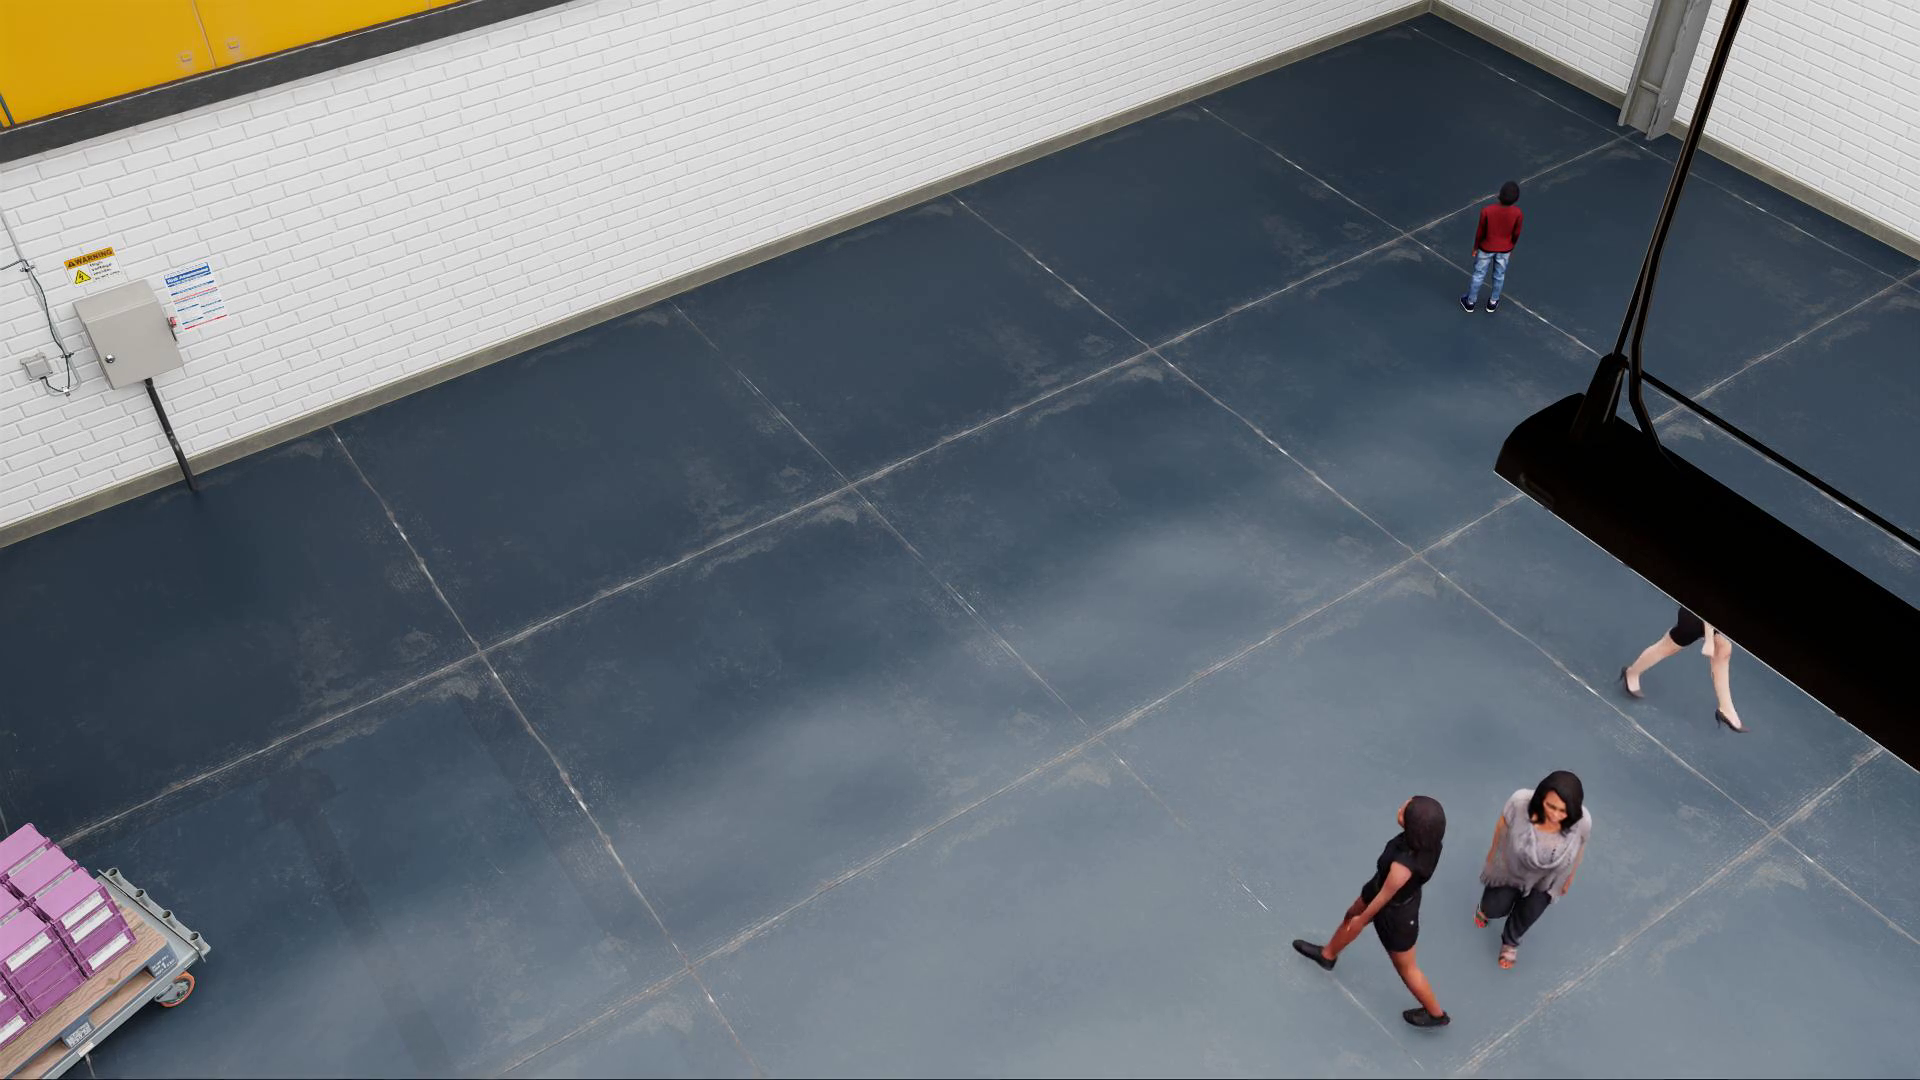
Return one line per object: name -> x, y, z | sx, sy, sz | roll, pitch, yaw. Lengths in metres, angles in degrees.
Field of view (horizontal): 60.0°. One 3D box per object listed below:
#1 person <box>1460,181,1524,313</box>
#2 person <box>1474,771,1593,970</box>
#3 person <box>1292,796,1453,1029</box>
person -> 4.453, -2.445, 13.835 | 0.594, 1.254, 0.648 | 4, 44, 5
person -> 3.178, 1.735, 9.199 | 0.803, 1.596, 0.861 | 14, 45, 14
person -> 2.386, 2.011, 8.835 | 1.252, 1.699, 0.984 | 20, 47, 20
